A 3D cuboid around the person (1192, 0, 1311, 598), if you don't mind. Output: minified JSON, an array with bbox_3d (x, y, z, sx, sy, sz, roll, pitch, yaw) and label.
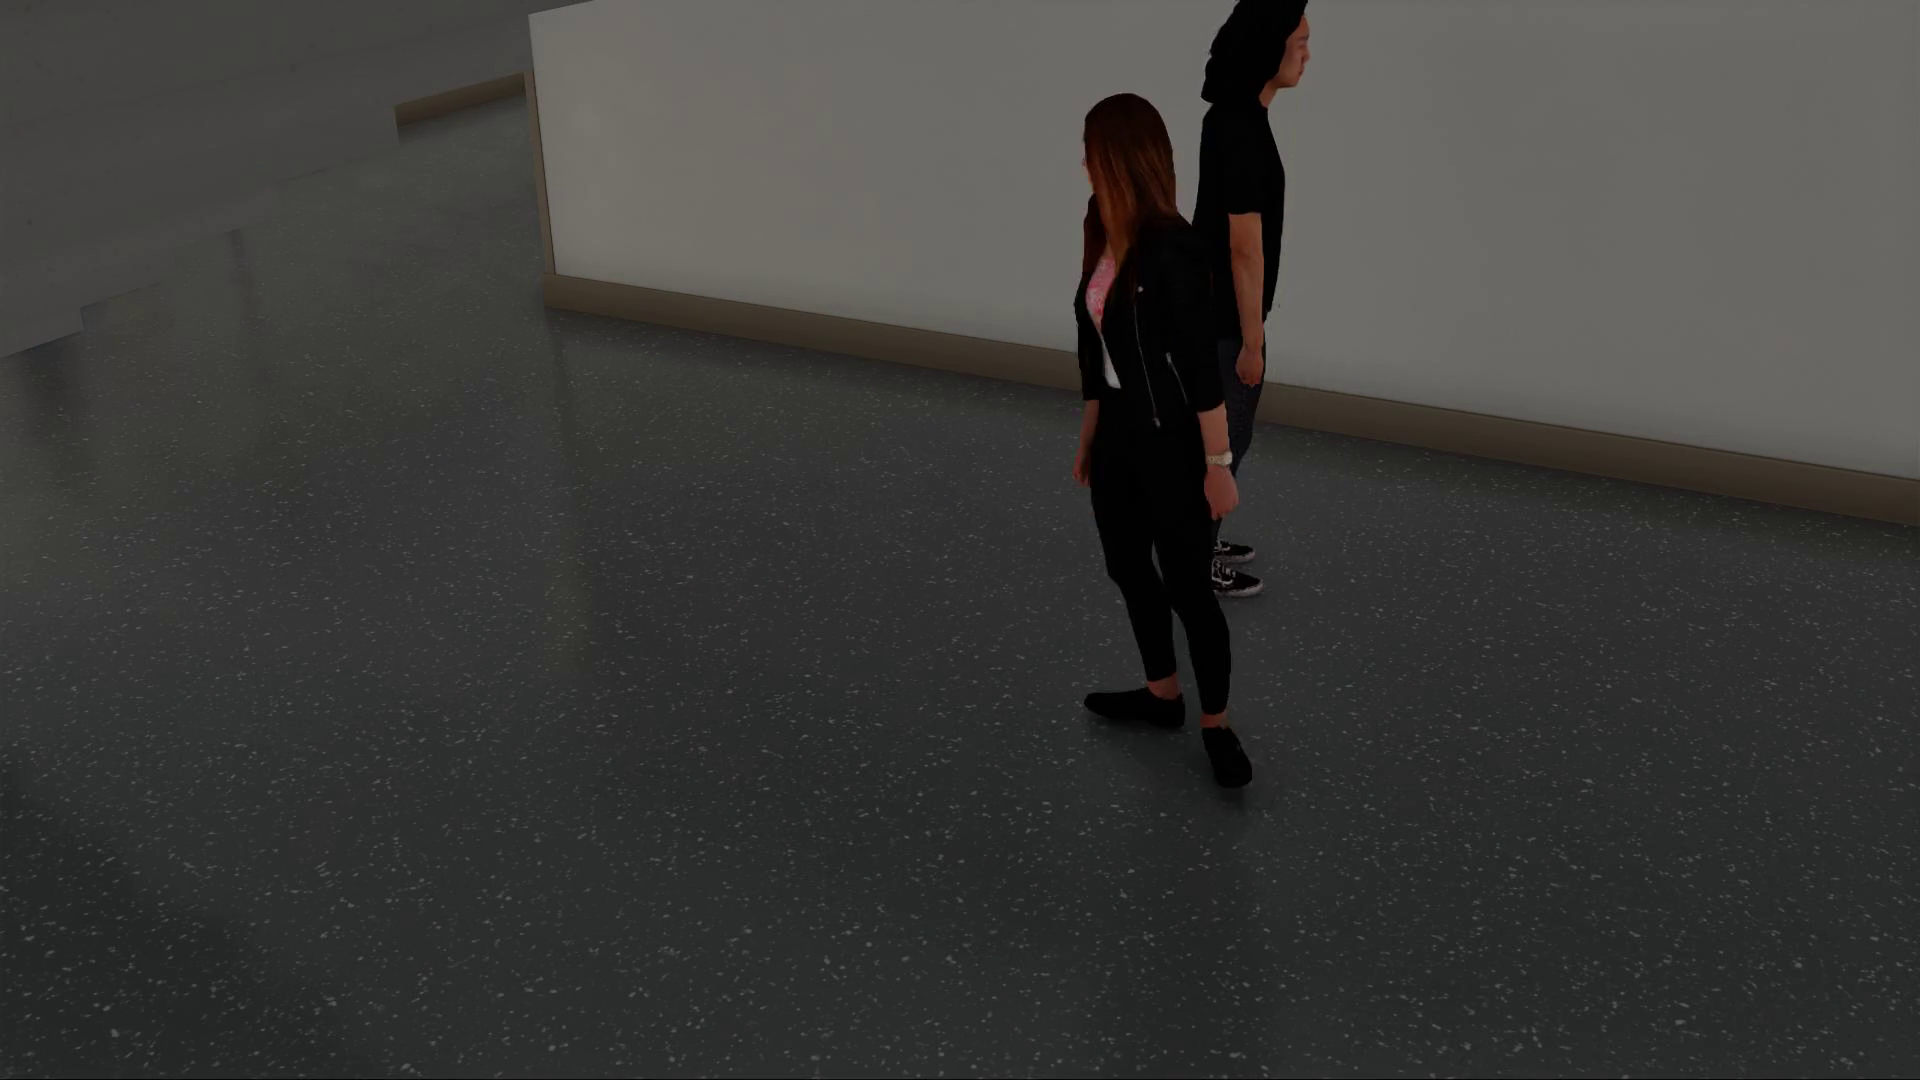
[{"bbox_3d":[0.784,-0.702,4.924,0.687,1.824,0.707,0,26,-1],"label":"person"}]

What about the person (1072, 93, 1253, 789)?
[{"bbox_3d":[0.544,-0.212,4.092,0.936,1.677,0.852,-16,30,-30],"label":"person"}]
